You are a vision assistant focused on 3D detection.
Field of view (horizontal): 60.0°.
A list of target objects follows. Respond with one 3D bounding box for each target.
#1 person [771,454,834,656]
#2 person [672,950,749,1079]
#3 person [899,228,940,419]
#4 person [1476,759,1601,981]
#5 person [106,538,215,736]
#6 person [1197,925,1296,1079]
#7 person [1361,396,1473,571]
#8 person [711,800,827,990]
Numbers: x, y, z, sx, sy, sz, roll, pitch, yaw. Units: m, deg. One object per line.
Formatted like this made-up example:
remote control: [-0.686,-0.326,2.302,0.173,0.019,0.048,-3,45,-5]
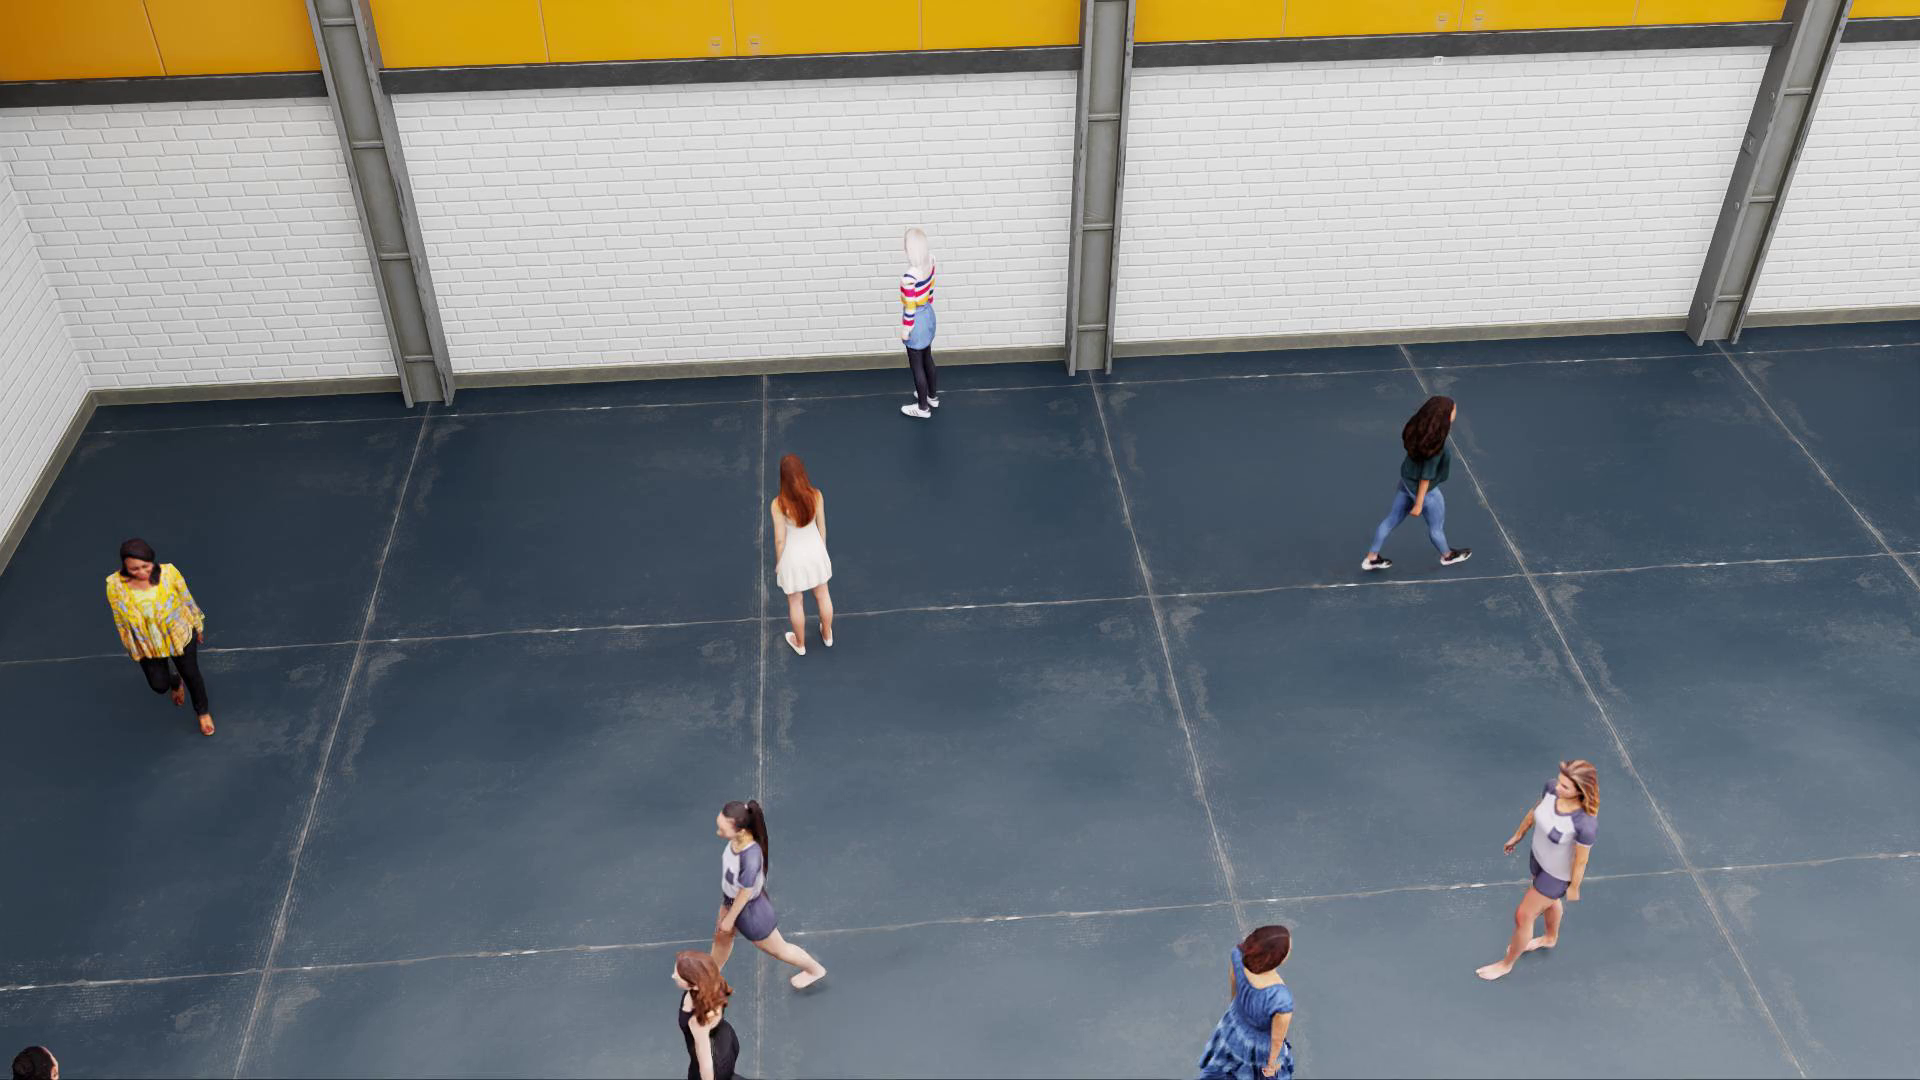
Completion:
person: [-1.130,0.110,11.932,0.565,1.708,0.680,-15,41,-18]
person: [-1.198,2.686,8.688,0.817,1.731,0.585,-2,39,-2]
person: [-0.348,-1.878,14.341,0.699,1.808,0.718,17,42,20]
person: [3.546,1.880,9.718,0.819,1.705,0.633,-5,39,-6]
person: [-5.433,0.626,11.337,0.848,1.643,0.899,-17,42,-20]
person: [1.447,2.659,8.681,1.109,1.781,0.941,-23,44,-26]
person: [3.410,-0.383,12.659,1.090,1.570,0.657,-7,39,-8]
person: [-1.113,2.091,9.535,1.126,1.602,0.771,-11,40,-14]
